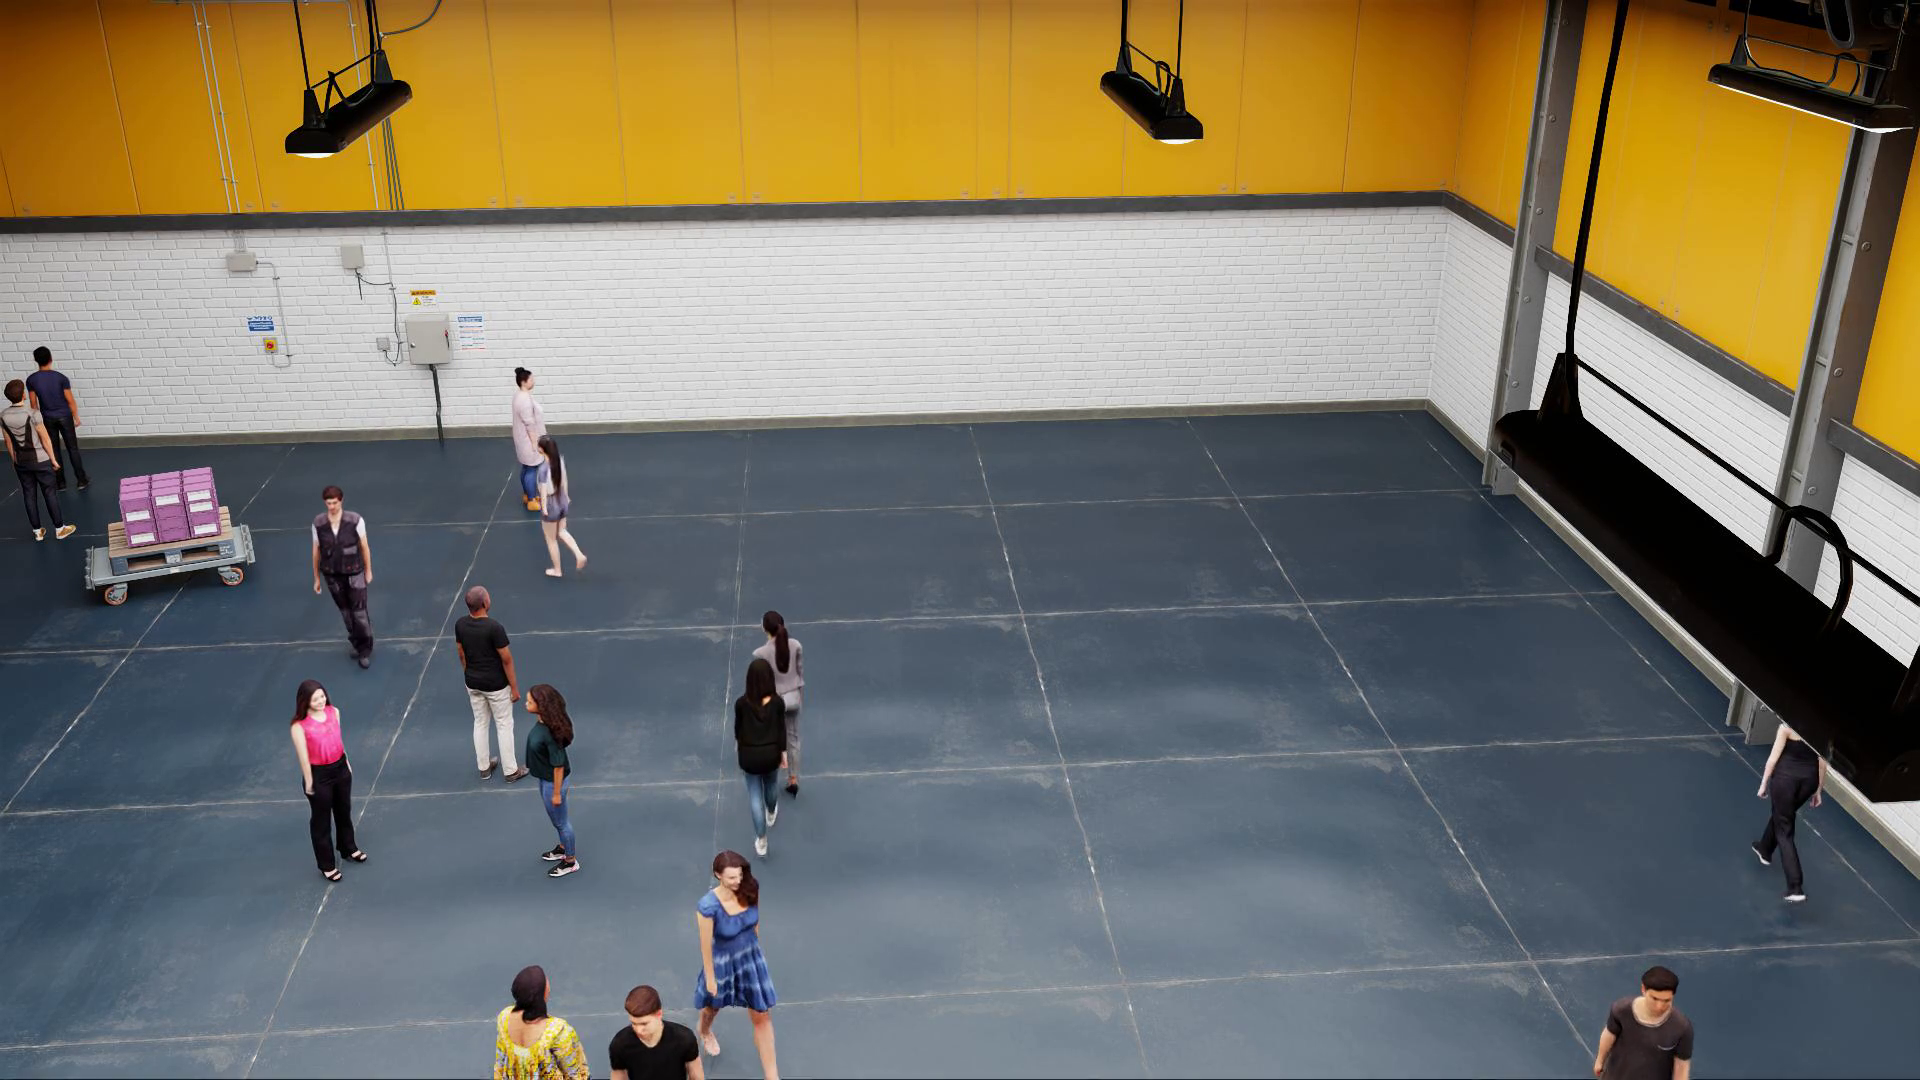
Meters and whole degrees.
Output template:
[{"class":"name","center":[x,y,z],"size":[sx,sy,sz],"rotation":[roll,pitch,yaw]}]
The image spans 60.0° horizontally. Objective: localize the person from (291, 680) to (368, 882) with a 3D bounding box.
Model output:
[{"class":"person","center":[-4.893,1.829,12.858],"size":[0.716,1.660,0.605],"rotation":[10,26,23]}]

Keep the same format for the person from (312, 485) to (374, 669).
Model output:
[{"class":"person","center":[-5.964,0.288,16.172],"size":[0.638,1.828,0.785],"rotation":[-1,24,-3]}]

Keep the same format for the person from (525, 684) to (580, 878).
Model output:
[{"class":"person","center":[-3.151,1.844,12.878],"size":[0.728,1.616,0.619],"rotation":[-9,25,-19]}]

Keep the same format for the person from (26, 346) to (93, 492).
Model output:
[{"class":"person","center":[-11.020,-1.483,20.271],"size":[0.700,1.790,0.610],"rotation":[-8,25,-17]}]

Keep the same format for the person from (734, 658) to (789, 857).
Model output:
[{"class":"person","center":[-1.586,1.724,13.148],"size":[0.616,1.621,0.961],"rotation":[-4,24,-10]}]

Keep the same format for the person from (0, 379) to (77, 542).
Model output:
[{"class":"person","center":[-10.494,-0.906,18.820],"size":[0.637,1.897,0.557],"rotation":[-3,24,-6]}]

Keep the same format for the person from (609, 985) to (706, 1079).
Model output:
[{"class":"person","center":[-1.666,3.209,9.477],"size":[0.726,1.839,0.870],"rotation":[0,24,-1]}]

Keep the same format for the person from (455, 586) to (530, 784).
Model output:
[{"class":"person","center":[-3.991,1.219,14.073],"size":[0.739,1.805,0.732],"rotation":[7,25,16]}]

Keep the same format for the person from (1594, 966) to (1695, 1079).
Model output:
[{"class":"person","center":[4.016,3.147,9.834],"size":[0.967,1.667,1.155],"rotation":[10,26,22]}]

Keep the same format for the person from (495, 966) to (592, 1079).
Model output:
[{"class":"person","center":[-2.462,3.242,9.647],"size":[0.868,1.642,0.914],"rotation":[10,25,21]}]

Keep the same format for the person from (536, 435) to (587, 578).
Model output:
[{"class":"person","center":[-4.286,-0.346,17.862],"size":[0.845,1.637,0.799],"rotation":[11,26,23]}]

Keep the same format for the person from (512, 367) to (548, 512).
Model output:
[{"class":"person","center":[-5.119,-1.216,19.720],"size":[0.817,1.743,0.663],"rotation":[-9,25,-20]}]

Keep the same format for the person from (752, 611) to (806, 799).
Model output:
[{"class":"person","center":[-1.463,1.406,13.830],"size":[0.762,1.657,0.861],"rotation":[-9,25,-21]}]

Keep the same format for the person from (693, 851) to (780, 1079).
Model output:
[{"class":"person","center":[-1.495,2.744,10.642],"size":[1.081,1.758,1.242],"rotation":[-19,30,-37]}]

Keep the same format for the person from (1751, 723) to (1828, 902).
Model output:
[{"class":"person","center":[6.338,1.925,12.584],"size":[0.652,1.704,1.157],"rotation":[0,24,-1]}]
